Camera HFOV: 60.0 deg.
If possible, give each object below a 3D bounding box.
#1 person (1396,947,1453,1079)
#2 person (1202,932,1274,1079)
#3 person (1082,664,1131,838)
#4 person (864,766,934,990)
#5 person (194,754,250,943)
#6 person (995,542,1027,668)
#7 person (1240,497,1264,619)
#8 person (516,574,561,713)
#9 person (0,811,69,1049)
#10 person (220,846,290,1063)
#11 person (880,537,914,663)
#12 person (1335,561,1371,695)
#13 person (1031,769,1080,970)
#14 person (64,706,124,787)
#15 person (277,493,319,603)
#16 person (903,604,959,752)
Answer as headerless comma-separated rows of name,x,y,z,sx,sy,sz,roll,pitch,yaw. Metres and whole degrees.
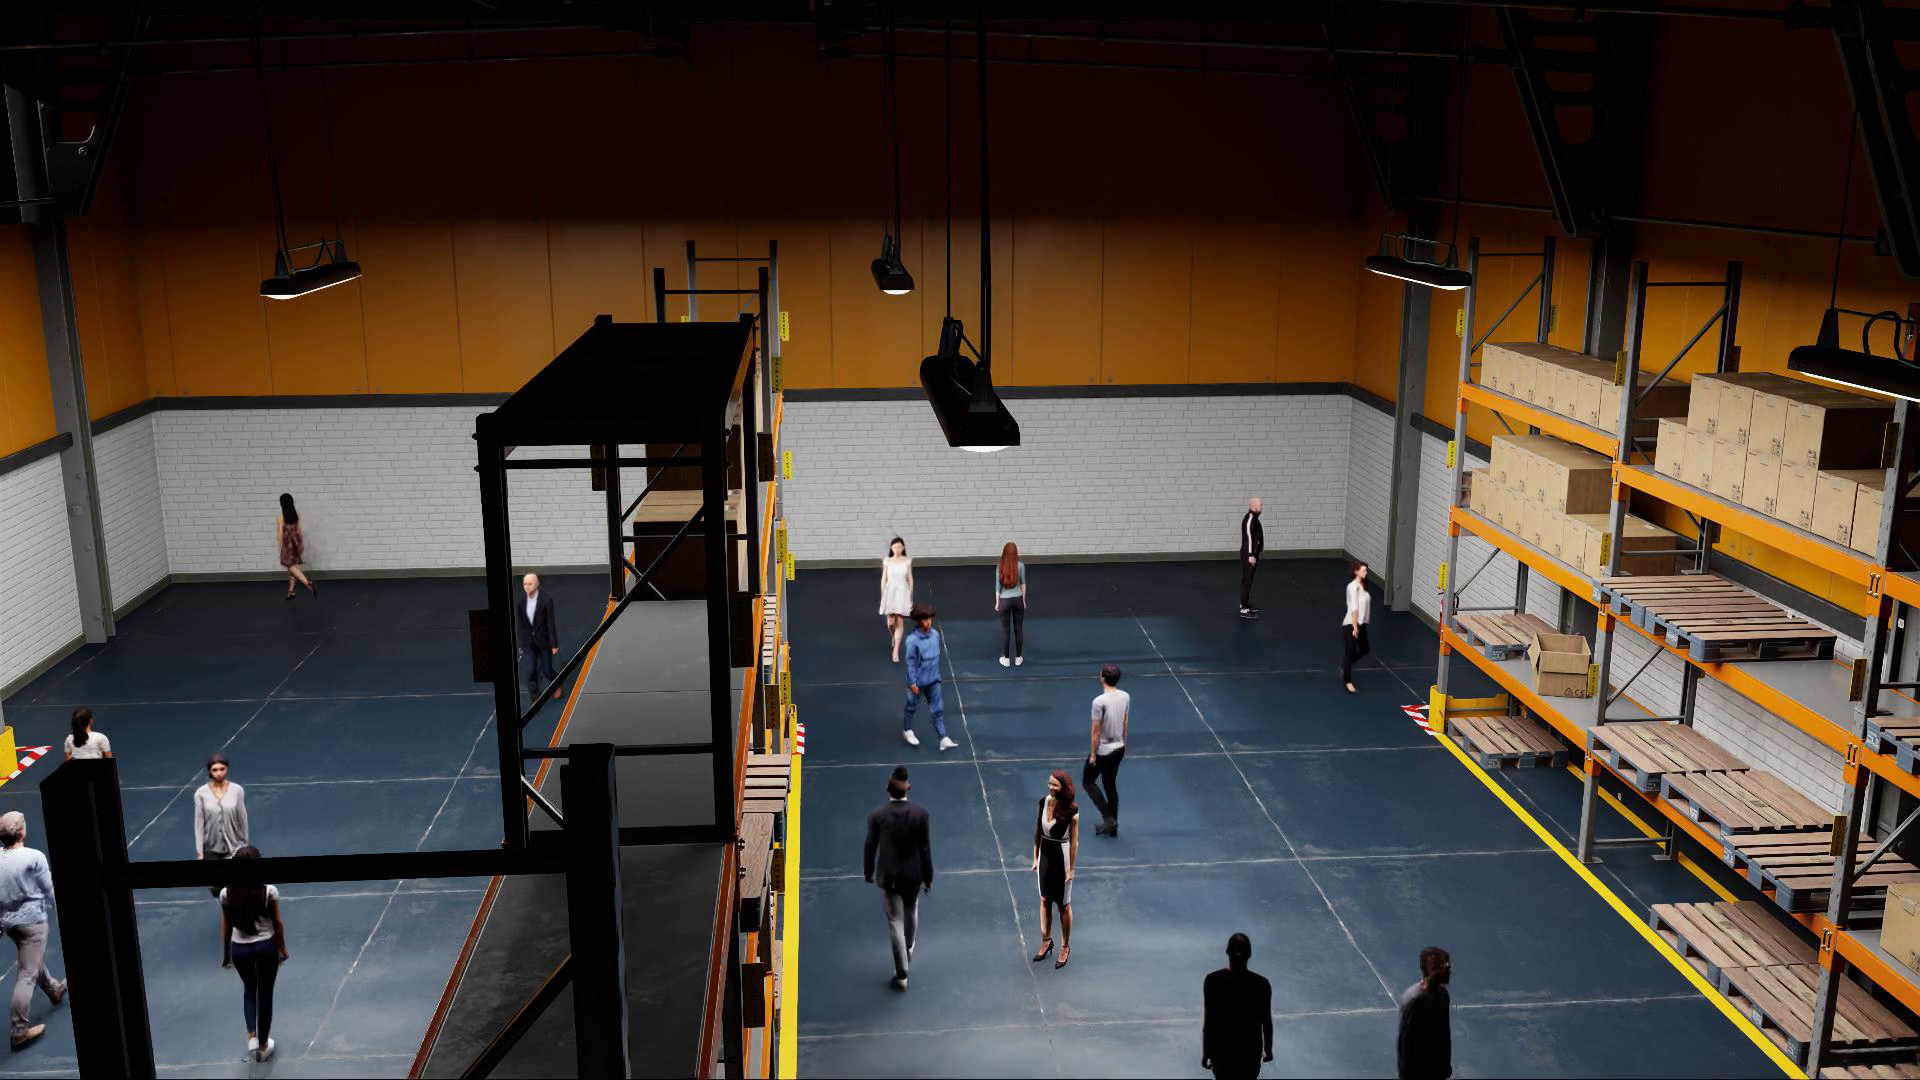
person,3.194,3.643,11.468,0.737,1.750,0.743,-7,15,-27
person,1.922,3.620,11.626,0.898,1.721,1.242,3,14,12
person,1.576,2.211,17.166,0.838,1.853,0.875,-11,18,-39
person,-0.505,2.893,14.202,0.746,1.921,1.056,-1,14,-6
person,-6.696,2.770,15.085,0.785,1.745,1.110,-5,15,-21
person,0.703,0.878,22.904,0.573,1.742,0.530,-1,14,-6
person,4.410,0.243,25.333,0.792,1.835,0.611,2,14,10
person,-5.340,1.285,21.143,0.822,1.781,1.085,2,14,7
person,-7.554,3.147,13.326,0.927,1.840,1.250,3,14,13
person,-5.524,3.272,12.974,0.631,1.763,0.607,-2,14,-6
person,-0.882,0.810,23.139,0.626,1.764,0.760,-1,14,-5
person,5.076,1.131,21.761,0.826,1.789,0.764,9,16,33
person,0.838,2.865,14.590,0.638,1.793,0.689,10,17,37
person,-8.659,2.491,16.546,0.625,1.600,1.065,0,14,0
person,-10.329,0.164,25.832,1.066,1.752,1.104,8,16,29
person,-0.495,1.628,19.757,1.085,1.767,1.252,-10,17,-37
